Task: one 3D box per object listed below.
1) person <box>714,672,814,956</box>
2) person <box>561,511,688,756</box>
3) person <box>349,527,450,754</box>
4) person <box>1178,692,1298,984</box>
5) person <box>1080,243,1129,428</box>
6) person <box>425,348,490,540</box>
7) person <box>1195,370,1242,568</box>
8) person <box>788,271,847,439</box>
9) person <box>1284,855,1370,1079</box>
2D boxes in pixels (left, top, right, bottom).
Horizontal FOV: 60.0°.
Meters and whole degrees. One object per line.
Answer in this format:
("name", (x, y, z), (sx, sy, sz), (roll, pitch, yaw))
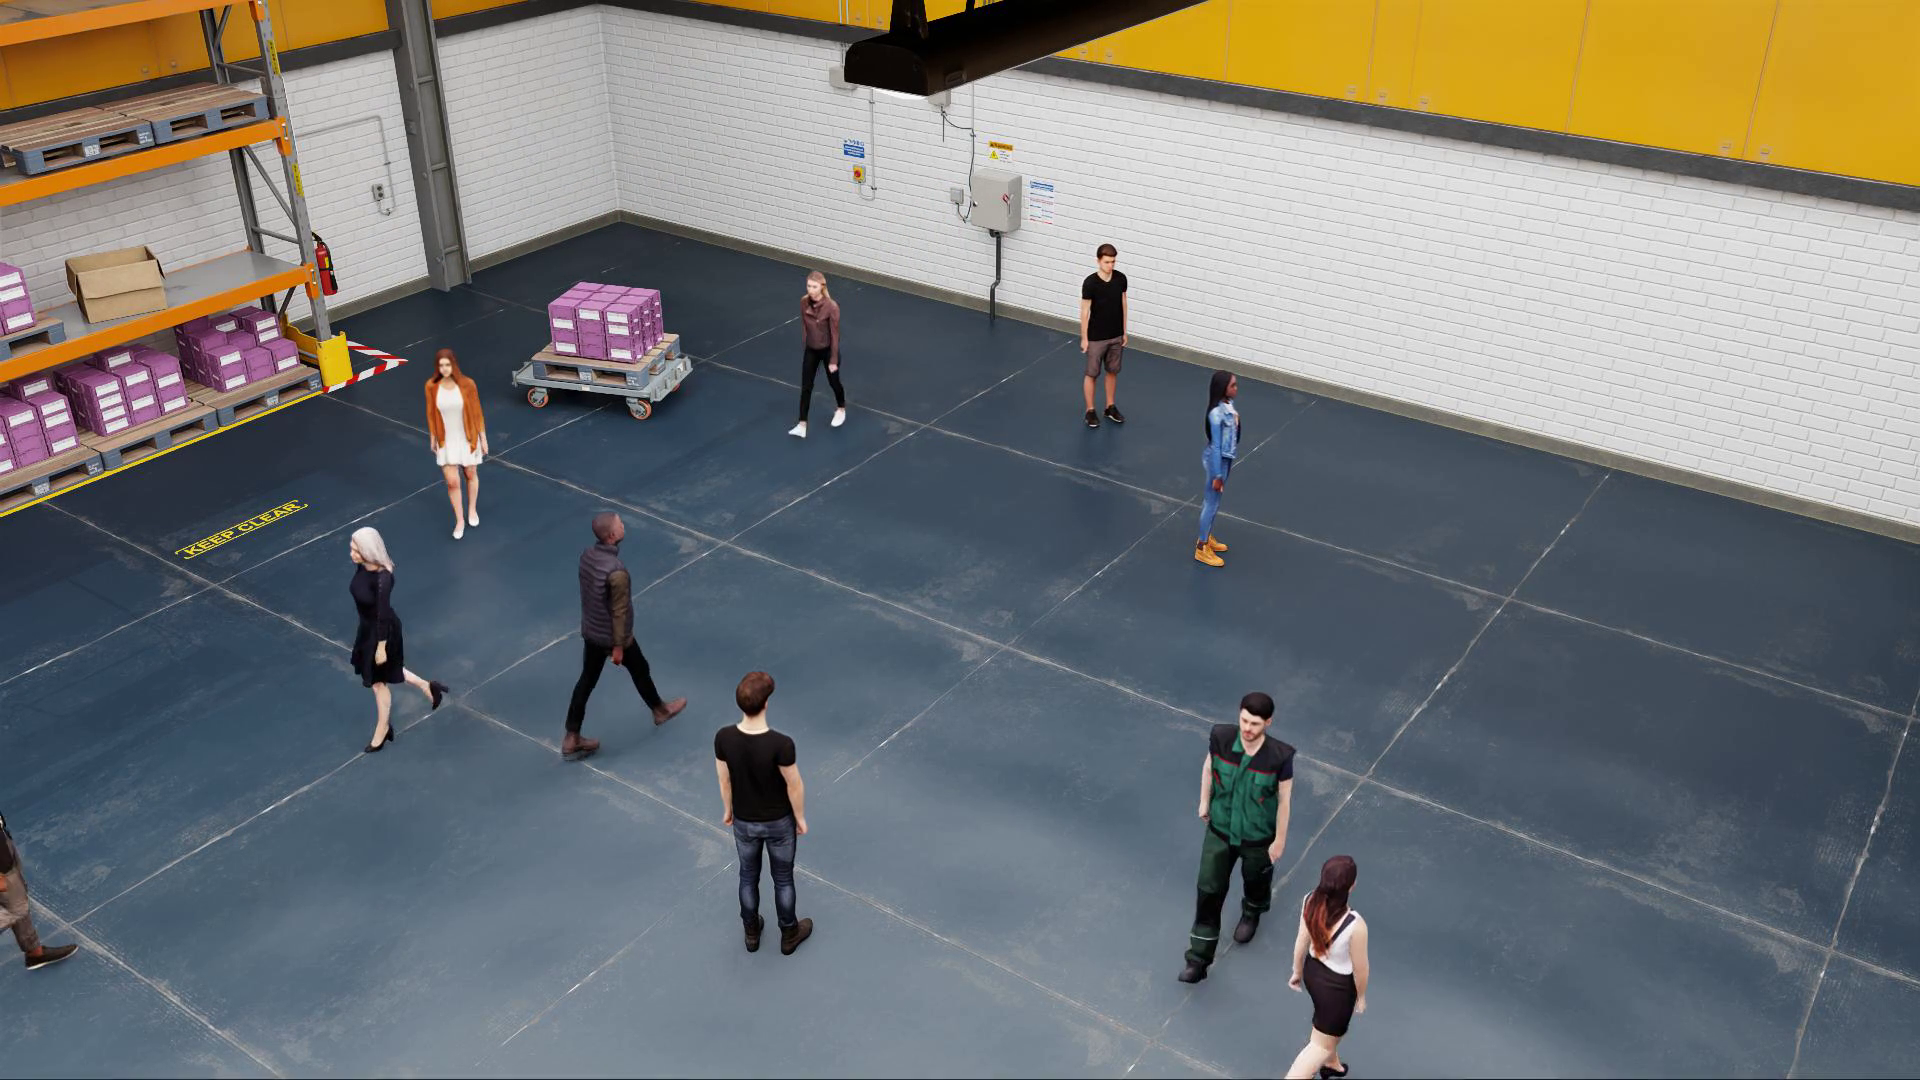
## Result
("person", (-1.149, 1.608, 9.682), (0.747, 1.897, 0.730), (5, 29, 9))
("person", (-2.507, 0.695, 11.478), (1.294, 1.779, 0.917), (-22, 35, -34))
("person", (-3.965, 0.676, 11.563), (0.960, 1.730, 0.760), (-19, 34, -30))
("person", (1.678, 1.639, 9.675), (0.857, 1.848, 1.227), (13, 31, 22))
("person", (1.425, -2.045, 16.416), (0.706, 1.861, 0.804), (-11, 31, -19))
("person", (-4.379, -0.916, 14.510), (0.864, 1.704, 0.920), (-7, 29, -12))
("person", (2.161, -0.630, 13.977), (0.736, 1.712, 0.575), (8, 30, 14))
("person", (-1.299, -1.839, 16.254), (0.740, 1.654, 1.123), (13, 31, 22))
("person", (1.858, 2.357, 8.593), (1.096, 1.623, 0.751), (-22, 36, -35))
